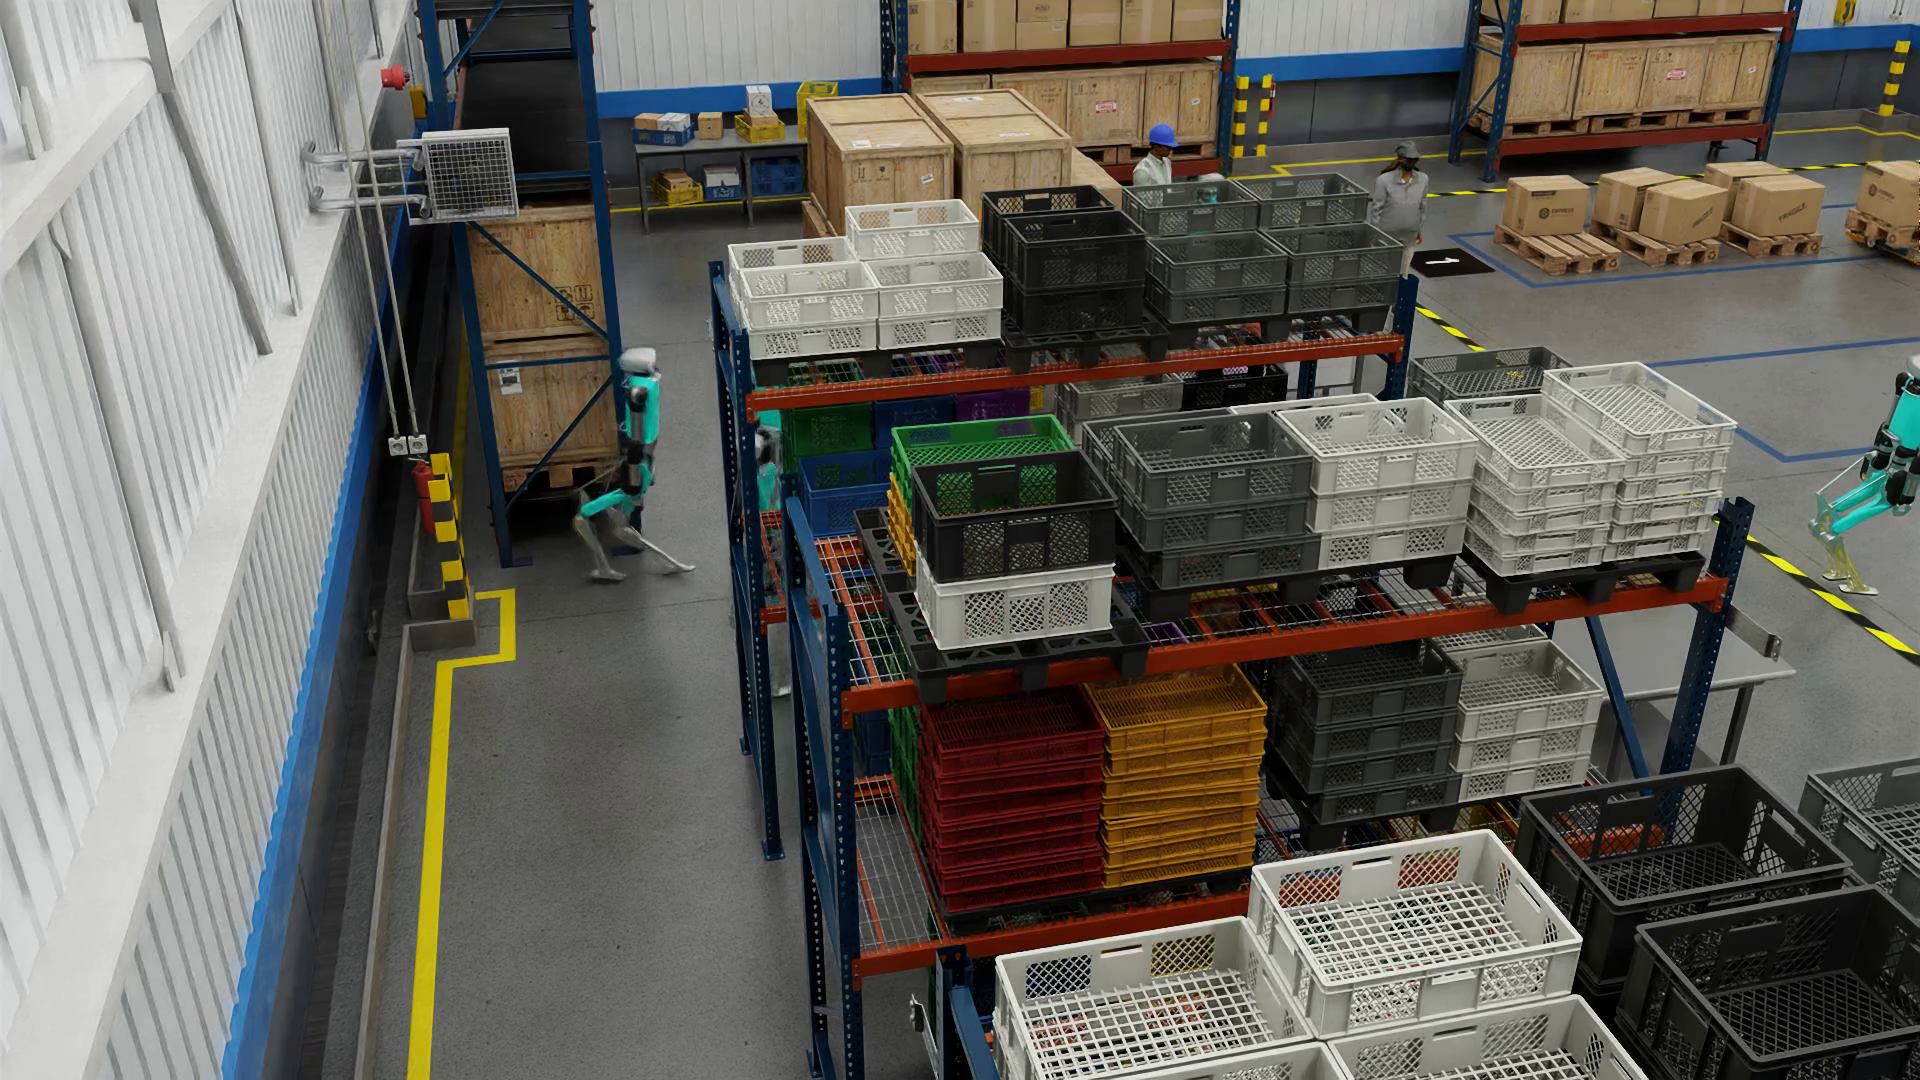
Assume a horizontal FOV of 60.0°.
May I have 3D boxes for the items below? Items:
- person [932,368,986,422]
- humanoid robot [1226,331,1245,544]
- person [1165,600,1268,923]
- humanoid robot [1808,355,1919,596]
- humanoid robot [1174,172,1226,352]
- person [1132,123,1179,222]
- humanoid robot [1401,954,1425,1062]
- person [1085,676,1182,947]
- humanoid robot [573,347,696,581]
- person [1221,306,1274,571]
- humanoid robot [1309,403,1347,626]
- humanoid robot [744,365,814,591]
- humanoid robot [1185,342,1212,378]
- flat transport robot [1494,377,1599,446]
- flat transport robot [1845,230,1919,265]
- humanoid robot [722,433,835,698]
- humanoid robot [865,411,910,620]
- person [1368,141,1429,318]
[{"bbox_3d":[0.070,-0.256,10.833,0.633,1.863,0.386,0,28,0],"label":"person"},{"bbox_3d":[1.992,-0.715,11.888,0.349,1.656,0.598,2,28,4],"label":"humanoid robot"},{"bbox_3d":[1.270,1.122,8.233,0.632,1.839,0.429,-13,30,-23],"label":"person"},{"bbox_3d":[6.067,-0.432,11.146,0.735,1.677,0.533,-1,28,-2],"label":"humanoid robot"},{"bbox_3d":[2.042,-2.352,15.062,0.702,1.911,0.552,-9,29,-16],"label":"humanoid robot"},{"bbox_3d":[1.861,-3.050,16.048,0.411,1.939,0.606,17,32,29],"label":"person"},{"bbox_3d":[1.937,2.240,6.274,0.748,1.838,0.543,3,28,5],"label":"humanoid robot"},{"bbox_3d":[0.886,1.257,7.997,0.540,1.814,0.619,0,28,1],"label":"person"},{"bbox_3d":[-2.353,-0.467,11.395,0.945,1.765,0.560,1,28,1],"label":"humanoid robot"},{"bbox_3d":[1.963,-0.633,11.365,0.405,2.033,0.606,-17,32,-28],"label":"person"},{"bbox_3d":[2.370,-0.177,10.885,0.431,1.654,0.615,-2,28,-3],"label":"humanoid robot"},{"bbox_3d":[-1.321,-0.348,11.252,0.549,1.901,0.733,13,30,22],"label":"humanoid robot"},{"bbox_3d":[1.594,-0.607,11.682,0.358,1.654,0.584,22,35,35],"label":"humanoid robot"},{"bbox_3d":[4.780,-1.036,14.013,0.659,0.231,1.431,-6,28,-12],"label":"flat transport robot"},{"bbox_3d":[10.447,-3.228,18.141,0.652,0.197,1.431,-6,28,-12],"label":"flat transport robot"},{"bbox_3d":[-0.951,0.185,10.167,0.899,1.827,0.571,-5,28,-9],"label":"humanoid robot"},{"bbox_3d":[-0.455,-0.110,10.743,0.415,1.656,0.603,-14,31,-24],"label":"humanoid robot"},{"bbox_3d":[4.214,-2.981,16.091,0.566,1.769,0.397,-6,28,-11],"label":"person"}]
